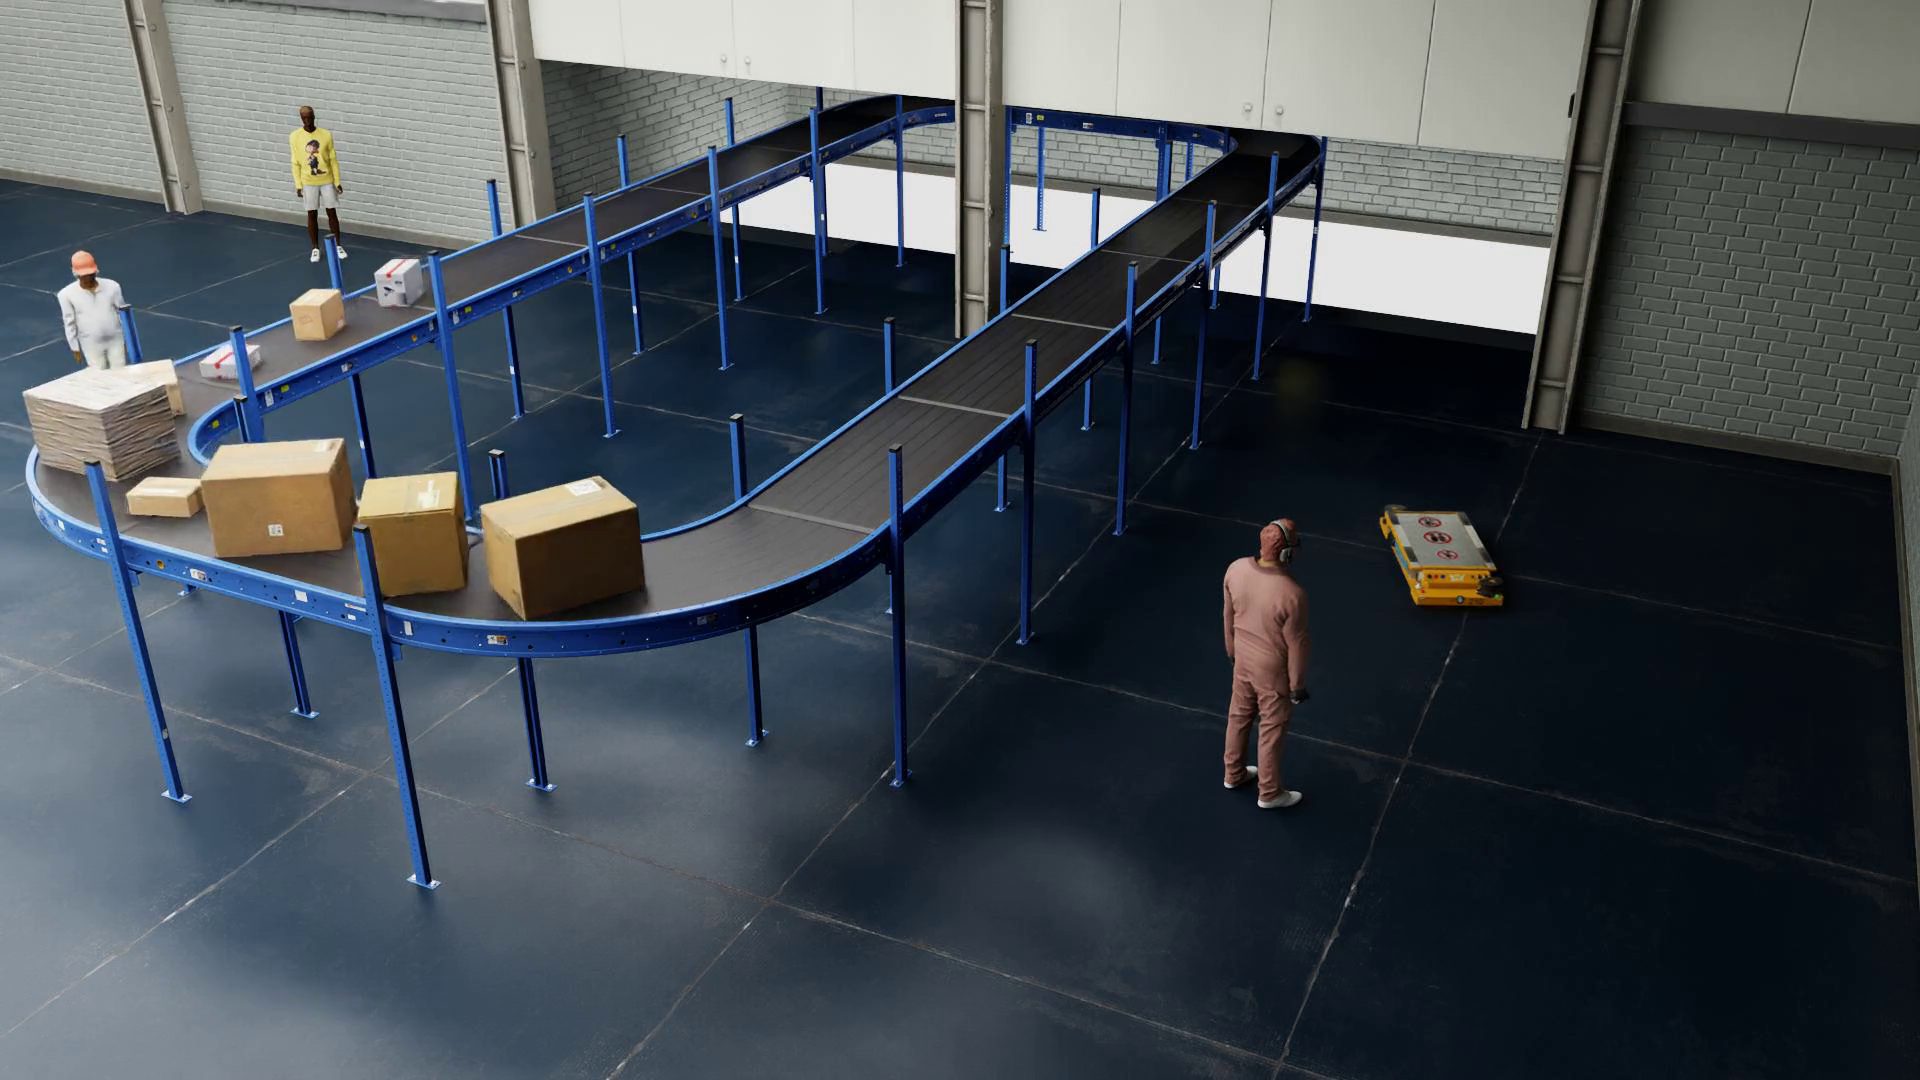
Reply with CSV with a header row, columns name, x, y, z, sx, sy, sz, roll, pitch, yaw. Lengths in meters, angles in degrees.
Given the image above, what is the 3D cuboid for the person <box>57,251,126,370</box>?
name,x,y,z,sx,sy,sz,roll,pitch,yaw
person,-8.062,-1.881,15.617,0.563,1.737,0.417,-22,34,-37

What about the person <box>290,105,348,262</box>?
name,x,y,z,sx,sy,sz,roll,pitch,yaw
person,-7.917,-4.398,20.505,0.541,1.900,0.374,-11,28,-21

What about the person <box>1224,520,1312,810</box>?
name,x,y,z,sx,sy,sz,roll,pitch,yaw
person,1.880,0.752,10.122,0.414,1.908,0.641,-18,32,-32

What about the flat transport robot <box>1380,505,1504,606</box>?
name,x,y,z,sx,sy,sz,roll,pitch,yaw
flat transport robot,3.817,0.115,13.244,0.659,0.231,1.431,1,26,1
